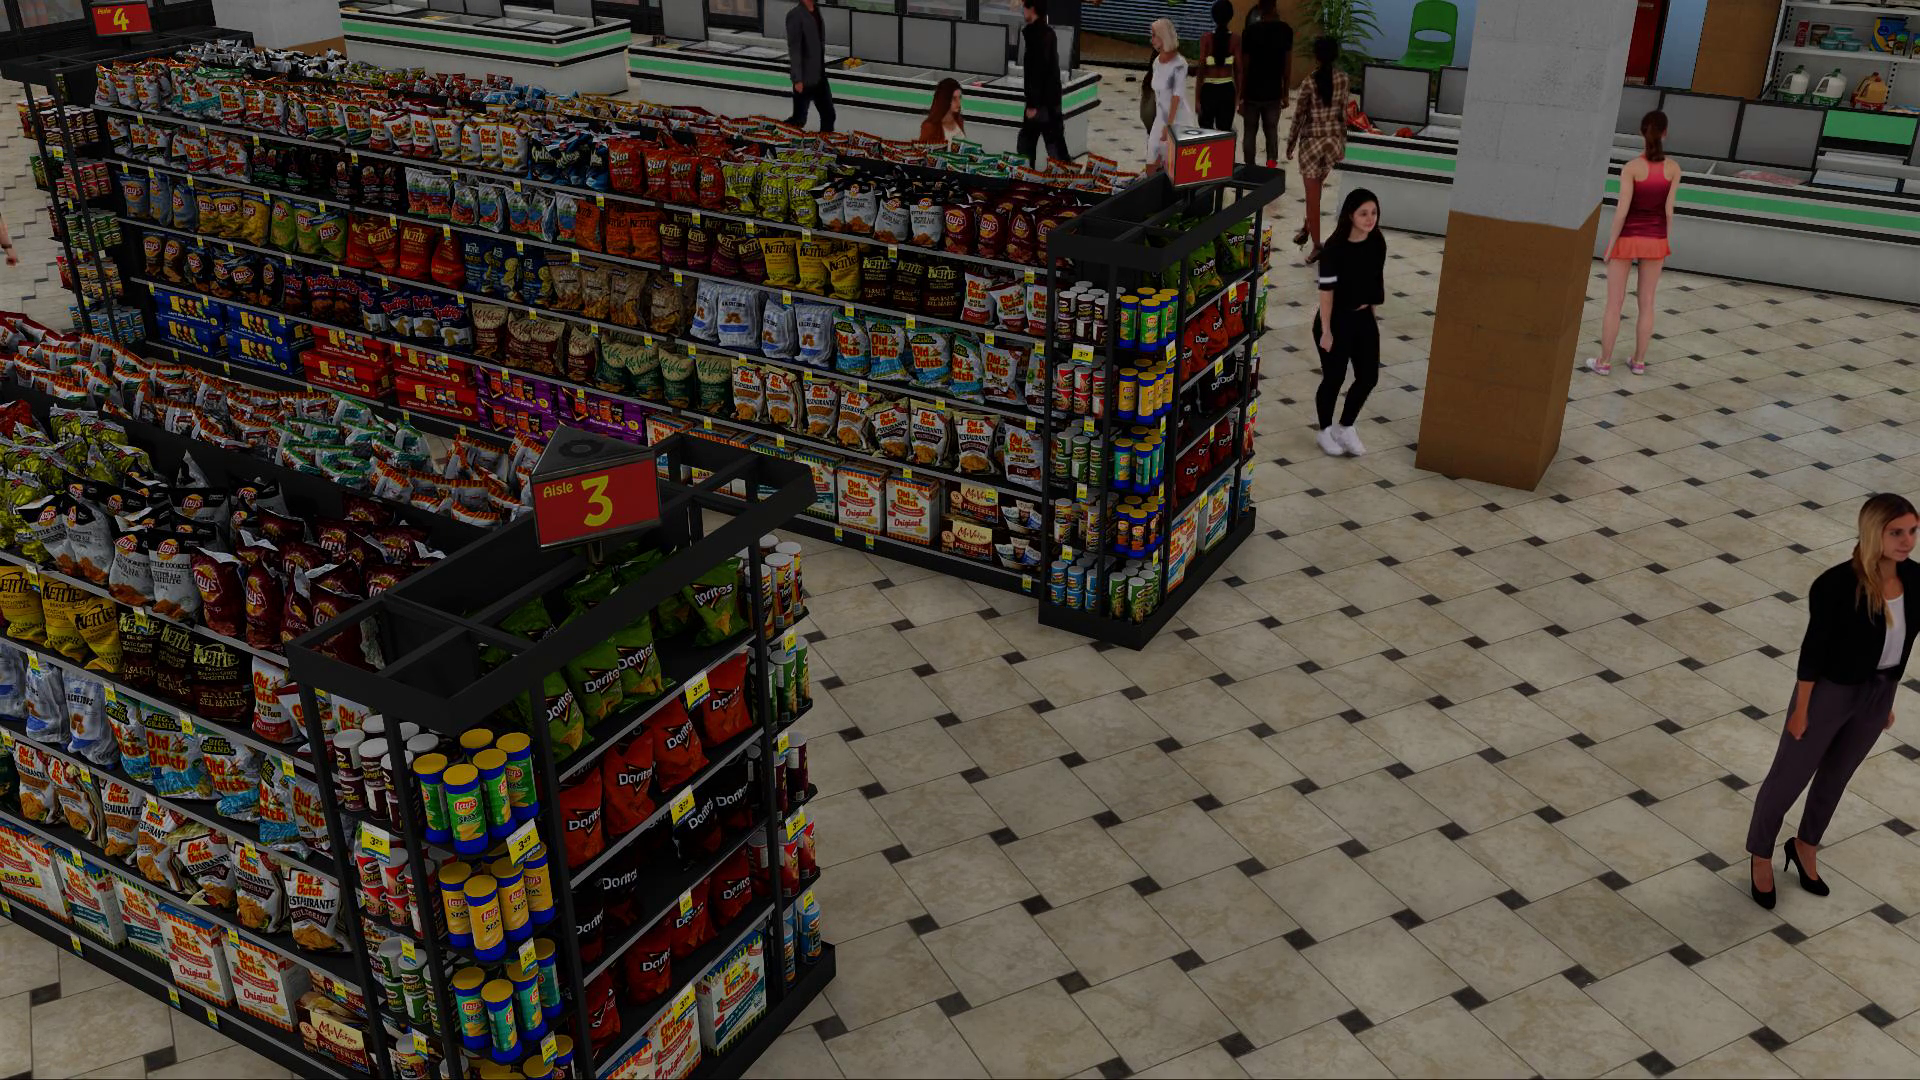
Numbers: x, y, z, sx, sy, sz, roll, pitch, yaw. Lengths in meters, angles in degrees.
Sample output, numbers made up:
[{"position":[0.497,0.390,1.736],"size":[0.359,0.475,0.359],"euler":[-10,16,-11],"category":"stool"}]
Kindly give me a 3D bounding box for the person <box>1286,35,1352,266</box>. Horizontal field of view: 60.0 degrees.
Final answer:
[{"position":[2.854,-3.012,13.044],"size":[0.890,1.772,0.959],"euler":[-8,28,-15],"category":"person"}]

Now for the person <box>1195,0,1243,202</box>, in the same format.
[{"position":[2.303,-3.854,14.775],"size":[1.172,1.708,0.979],"euler":[2,27,5],"category":"person"}]

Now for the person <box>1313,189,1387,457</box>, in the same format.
[{"position":[2.236,-1.290,9.809],"size":[0.725,1.626,0.767],"euler":[-12,29,-22],"category":"person"}]

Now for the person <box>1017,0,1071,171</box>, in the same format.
[{"position":[0.826,-3.888,14.747],"size":[1.148,1.795,1.067],"euler":[-2,27,-3],"category":"person"}]

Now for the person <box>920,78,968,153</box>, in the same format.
[{"position":[-0.156,-2.501,12.116],"size":[0.695,1.699,0.780],"euler":[19,33,33],"category":"person"}]

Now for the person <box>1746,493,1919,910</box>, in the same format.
[{"position":[3.186,0.593,6.046],"size":[0.671,1.671,0.736],"euler":[-6,28,-12],"category":"person"}]

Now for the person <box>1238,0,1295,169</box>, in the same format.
[{"position":[2.749,-4.004,14.981],"size":[1.065,1.789,1.022],"euler":[-1,27,-1],"category":"person"}]

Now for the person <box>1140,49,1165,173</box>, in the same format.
[{"position":[1.668,-3.625,14.590],"size":[0.751,1.467,0.704],"euler":[-5,27,-9],"category":"person"}]

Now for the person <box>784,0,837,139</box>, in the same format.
[{"position":[-1.496,-4.342,15.589],"size":[1.167,1.842,0.768],"euler":[12,29,23],"category":"person"}]

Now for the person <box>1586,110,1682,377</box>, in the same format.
[{"position":[4.464,-1.941,10.957],"size":[0.613,1.750,0.715],"euler":[1,27,1],"category":"person"}]
